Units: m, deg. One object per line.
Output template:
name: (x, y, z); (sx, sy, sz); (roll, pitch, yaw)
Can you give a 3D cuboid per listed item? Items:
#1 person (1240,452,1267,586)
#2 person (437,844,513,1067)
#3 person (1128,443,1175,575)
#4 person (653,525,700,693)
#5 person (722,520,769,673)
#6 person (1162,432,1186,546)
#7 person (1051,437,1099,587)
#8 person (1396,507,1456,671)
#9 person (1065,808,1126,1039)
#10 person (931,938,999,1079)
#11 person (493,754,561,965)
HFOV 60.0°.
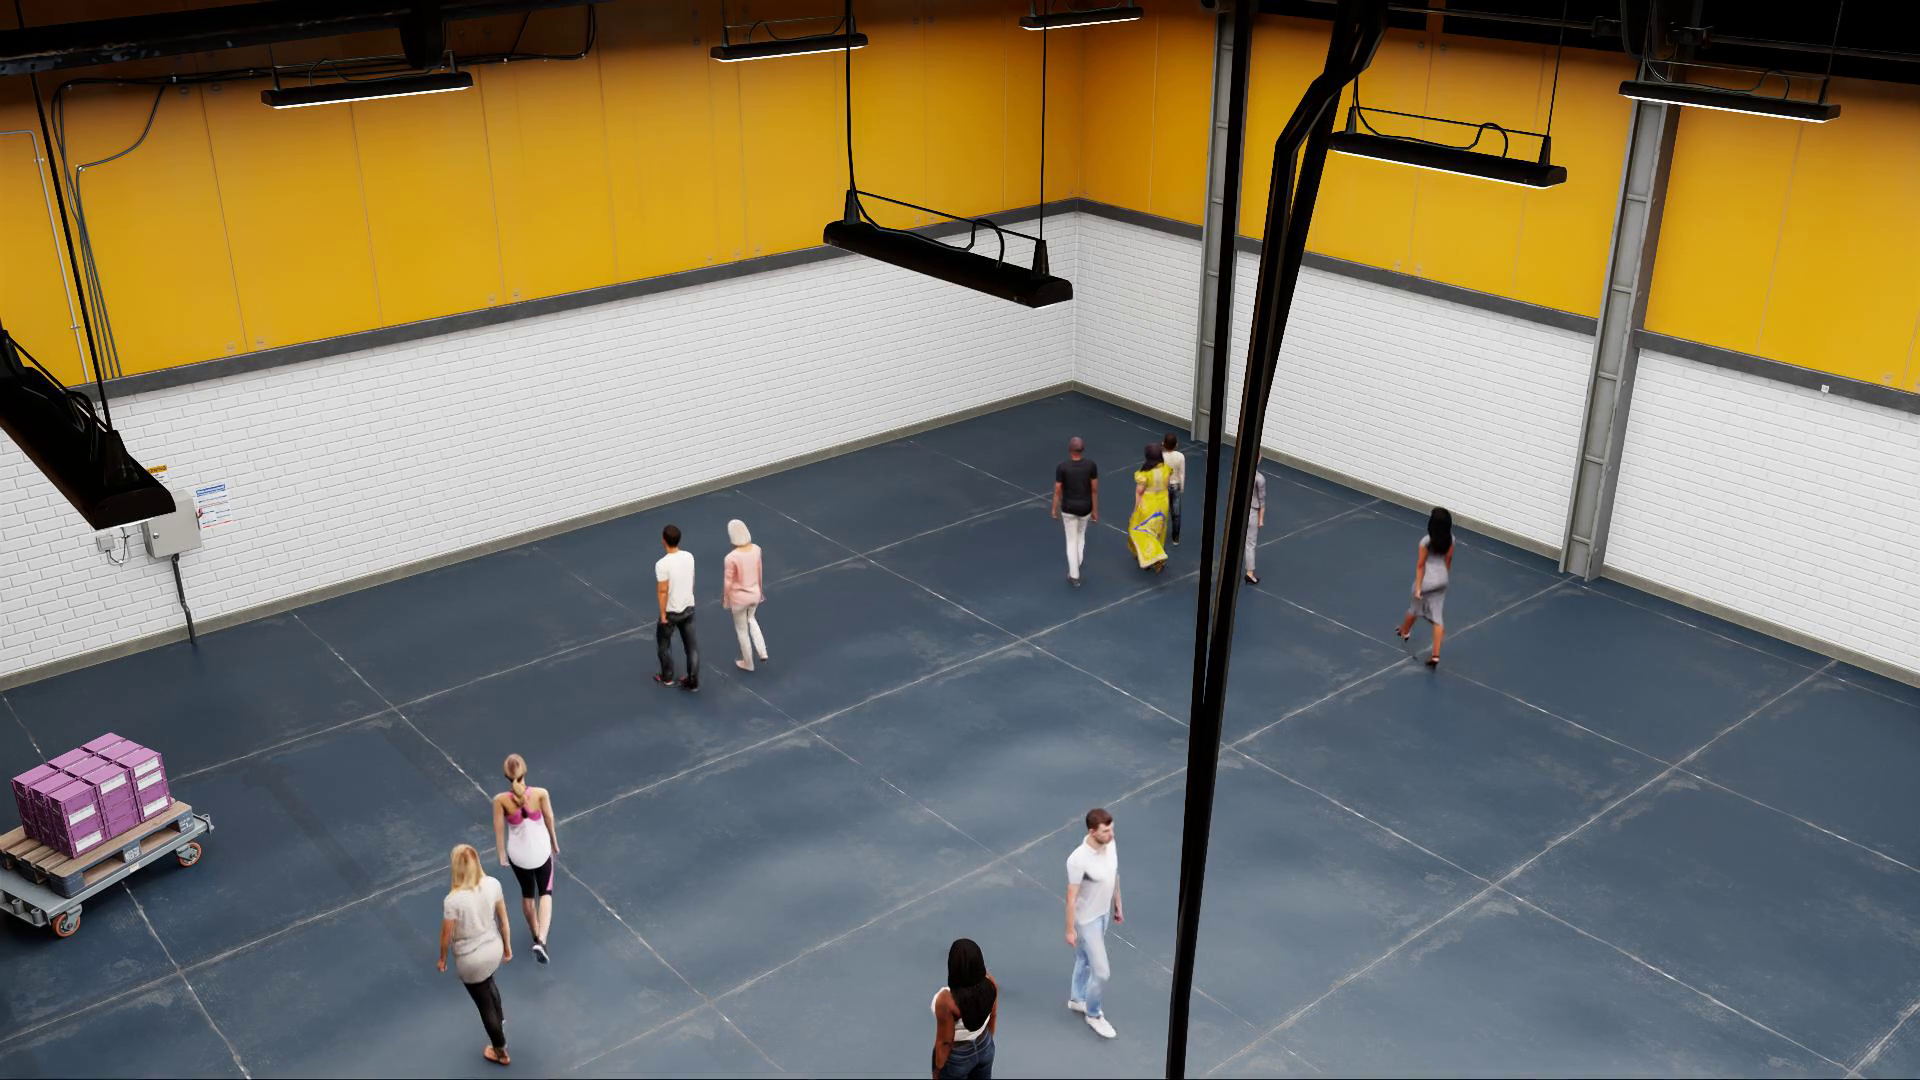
person: (3.356, -0.289, 19.486); (0.683, 1.677, 0.526); (-21, 31, -40)
person: (-3.352, 2.998, 11.802); (0.682, 1.809, 0.663); (18, 29, 35)
person: (2.307, -0.338, 19.641); (0.901, 1.642, 1.164); (-12, 27, -26)
person: (-2.826, 0.733, 17.012); (0.778, 1.786, 0.674); (22, 32, 40)
person: (-2.194, 0.614, 17.378); (0.670, 1.711, 0.639); (19, 30, 37)
person: (2.575, -0.628, 20.527); (0.639, 1.465, 0.676); (-1, 24, -3)
person: (1.374, -0.302, 19.380); (0.917, 1.787, 1.034); (-5, 24, -11)
person: (5.014, 0.547, 17.502); (0.931, 1.734, 1.175); (-5, 24, -12)
person: (0.901, 2.757, 12.316); (0.816, 1.839, 0.774); (16, 28, 32)
person: (0.038, 3.383, 10.920); (0.652, 1.809, 0.608); (-16, 28, -32)
person: (-3.348, 2.511, 12.963); (0.901, 1.771, 1.058); (-4, 24, -10)
